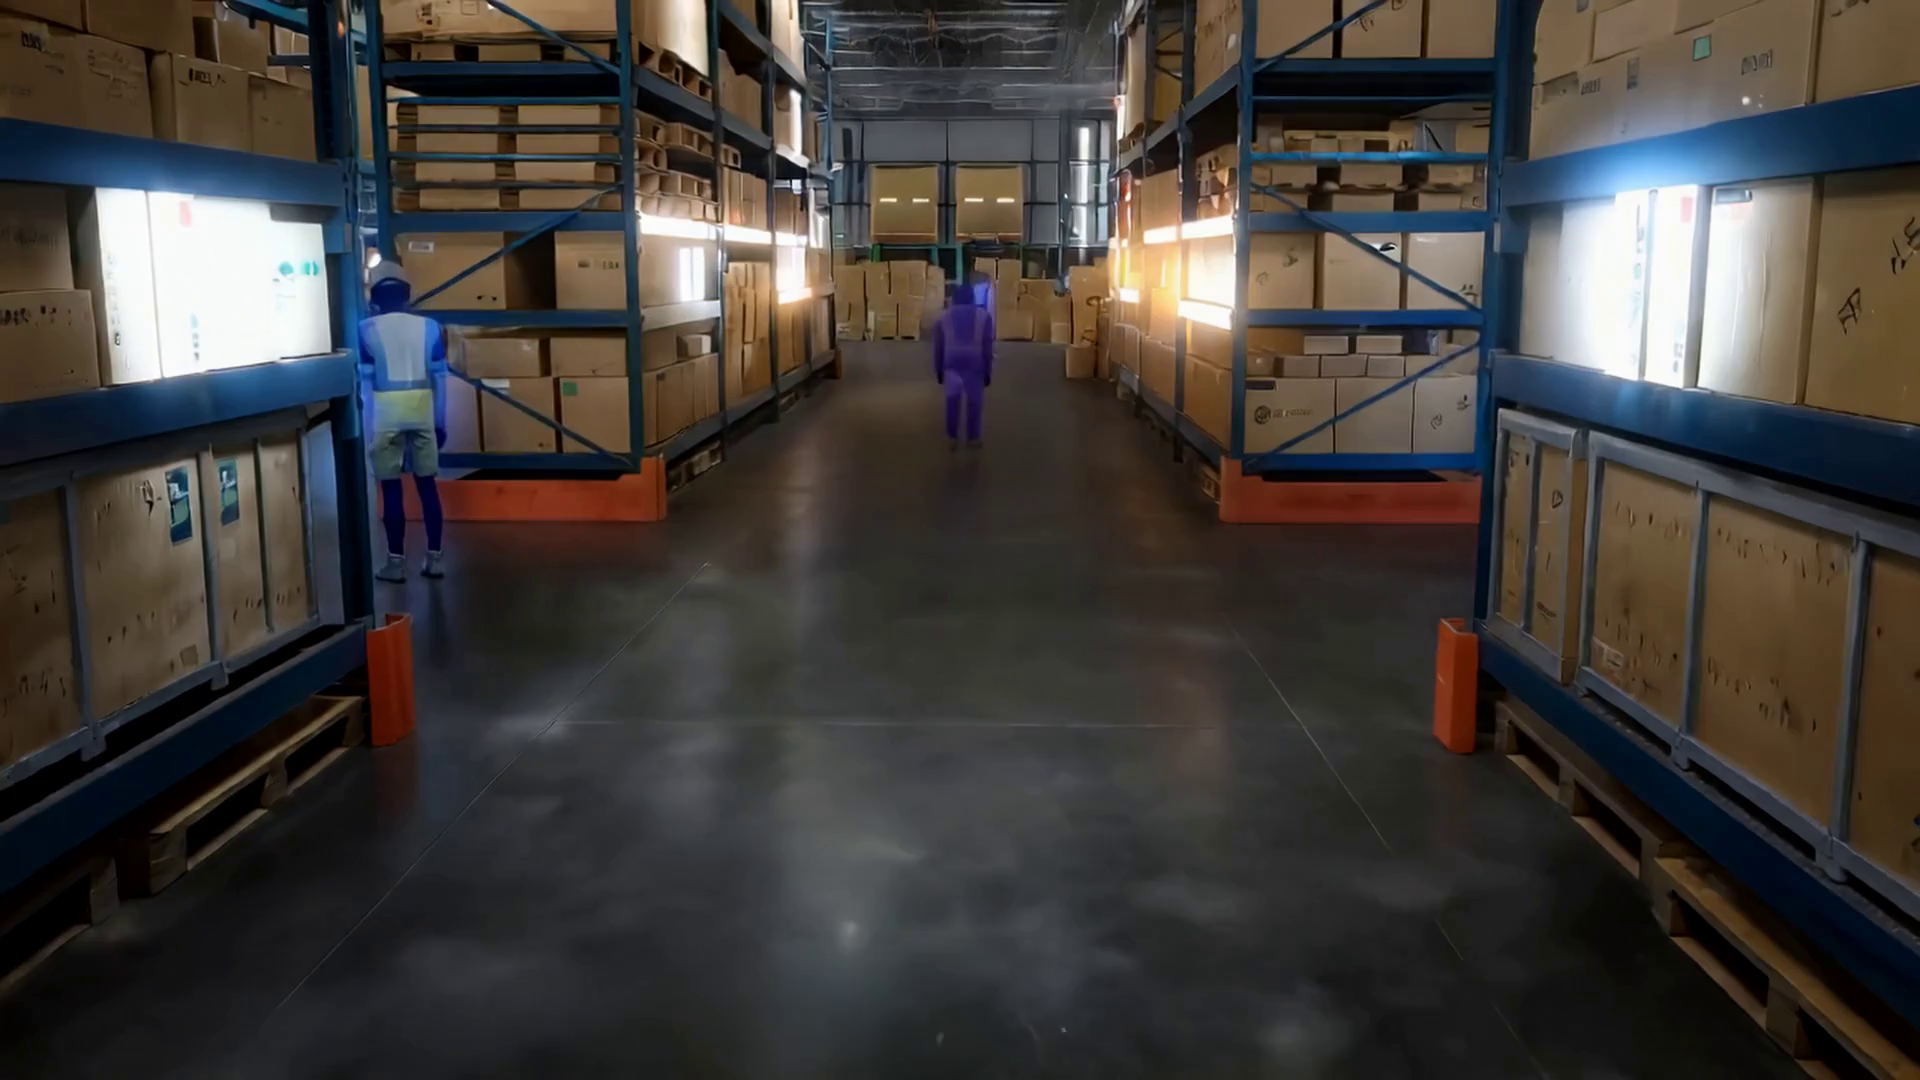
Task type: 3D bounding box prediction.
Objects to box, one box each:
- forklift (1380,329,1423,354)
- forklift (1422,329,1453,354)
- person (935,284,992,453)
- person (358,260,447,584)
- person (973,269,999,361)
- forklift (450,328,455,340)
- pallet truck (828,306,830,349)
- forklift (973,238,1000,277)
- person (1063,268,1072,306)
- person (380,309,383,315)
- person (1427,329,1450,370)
[{"bbox_3d":[6.552,-3.759,26.081,1.129,2.768,1.873,0,9,1],"label":"forklift"},{"bbox_3d":[9.127,-4.787,32.236,1.873,2.768,1.129,-9,13,-43],"label":"forklift"},{"bbox_3d":[0.028,-1.832,17.797,0.629,1.802,0.927,1,10,9],"label":"person"},{"bbox_3d":[-3.544,-0.737,10.512,0.605,2.034,0.392,-8,12,-40],"label":"person"},{"bbox_3d":[0.430,-4.567,33.891,0.699,1.894,0.606,-6,11,-32],"label":"person"},{"bbox_3d":[-13.047,-6.499,42.489,1.129,2.768,1.873,0,9,1],"label":"forklift"},{"bbox_3d":[-3.100,-3.940,29.800,1.885,1.965,0.823,3,10,19],"label":"pallet truck"},{"bbox_3d":[0.890,-8.731,55.860,1.129,2.768,1.873,0,9,1],"label":"forklift"},{"bbox_3d":[3.872,-8.674,58.624,0.956,1.848,0.586,-6,11,-31],"label":"person"},{"bbox_3d":[-6.754,-2.086,19.780,0.498,1.634,0.281,-9,13,-42],"label":"person"},{"bbox_3d":[7.932,-3.392,27.588,0.514,1.641,0.307,-7,12,-35],"label":"person"}]
